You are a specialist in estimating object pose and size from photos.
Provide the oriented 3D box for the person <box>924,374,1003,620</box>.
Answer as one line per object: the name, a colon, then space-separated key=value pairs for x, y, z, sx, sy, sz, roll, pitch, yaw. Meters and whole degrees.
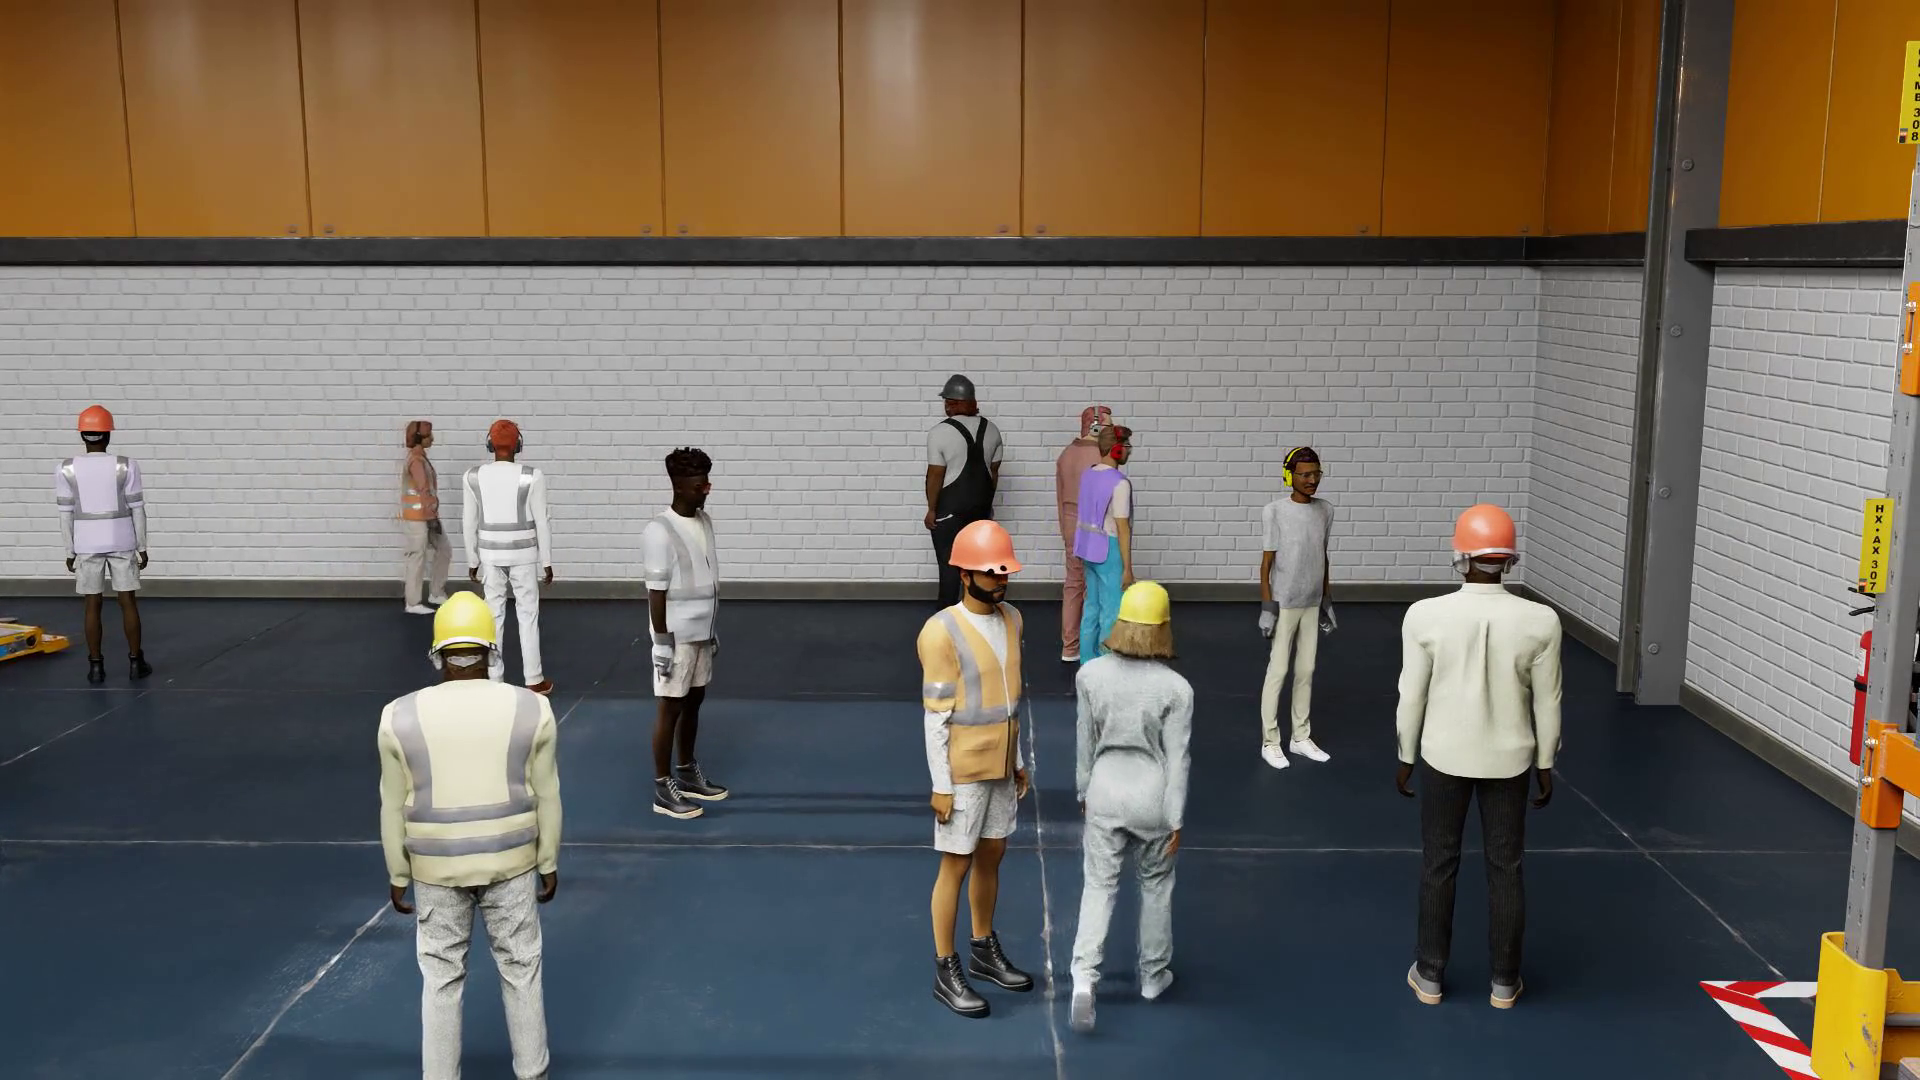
person: x=-0.029 y=-0.307 z=13.314 sx=0.689 sy=2.000 sz=0.539 roll=-7 pitch=12 yaw=-36

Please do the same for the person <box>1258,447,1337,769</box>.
person: x=1.971 y=0.385 z=9.676 sx=0.528 sy=1.871 sz=0.323 roll=-5 pitch=11 yaw=-27

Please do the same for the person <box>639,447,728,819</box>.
person: x=-1.456 y=0.479 z=8.850 sx=0.366 sy=1.955 sz=0.614 roll=3 pitch=10 yaw=18

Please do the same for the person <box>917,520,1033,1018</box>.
person: x=0.087 y=0.877 z=6.525 sx=0.356 sy=1.937 sz=0.552 roll=8 pitch=12 yaw=38

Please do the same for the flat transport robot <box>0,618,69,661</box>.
flat transport robot: x=-7.261 y=0.803 z=11.952 sx=0.652 sy=0.197 sz=1.431 roll=4 pitch=10 yaw=20

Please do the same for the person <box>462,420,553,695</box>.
person: x=-3.015 y=0.133 z=11.140 sx=0.586 sy=1.883 sz=0.342 roll=0 pitch=9 yaw=3

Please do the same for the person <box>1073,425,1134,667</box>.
person: x=0.970 y=0.149 z=11.173 sx=0.373 sy=1.840 sz=0.572 roll=-4 pitch=10 yaw=-25

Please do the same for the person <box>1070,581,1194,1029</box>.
person: x=0.642 y=1.012 z=6.386 sx=0.491 sy=1.719 sz=0.733 roll=4 pitch=10 yaw=22

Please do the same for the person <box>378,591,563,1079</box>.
person: x=-1.654 y=1.082 z=5.663 sx=0.590 sy=1.823 sz=0.404 roll=-3 pitch=10 yaw=-17

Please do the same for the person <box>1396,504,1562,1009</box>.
person: x=2.022 y=0.849 z=6.515 sx=0.622 sy=1.997 sz=0.372 roll=2 pitch=10 yaw=12

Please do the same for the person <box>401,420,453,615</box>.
person: x=-4.389 y=-0.180 z=13.800 sx=0.543 sy=1.624 sz=0.522 roll=-2 pitch=10 yaw=-12

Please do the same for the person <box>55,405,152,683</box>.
person: x=-5.958 y=0.032 z=11.593 sx=0.545 sy=1.938 sz=0.361 roll=-4 pitch=10 yaw=-22

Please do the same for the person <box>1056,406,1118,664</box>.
person: x=0.959 y=-0.016 z=11.976 sx=0.401 sy=1.904 sz=0.651 roll=-5 pitch=11 yaw=-27
